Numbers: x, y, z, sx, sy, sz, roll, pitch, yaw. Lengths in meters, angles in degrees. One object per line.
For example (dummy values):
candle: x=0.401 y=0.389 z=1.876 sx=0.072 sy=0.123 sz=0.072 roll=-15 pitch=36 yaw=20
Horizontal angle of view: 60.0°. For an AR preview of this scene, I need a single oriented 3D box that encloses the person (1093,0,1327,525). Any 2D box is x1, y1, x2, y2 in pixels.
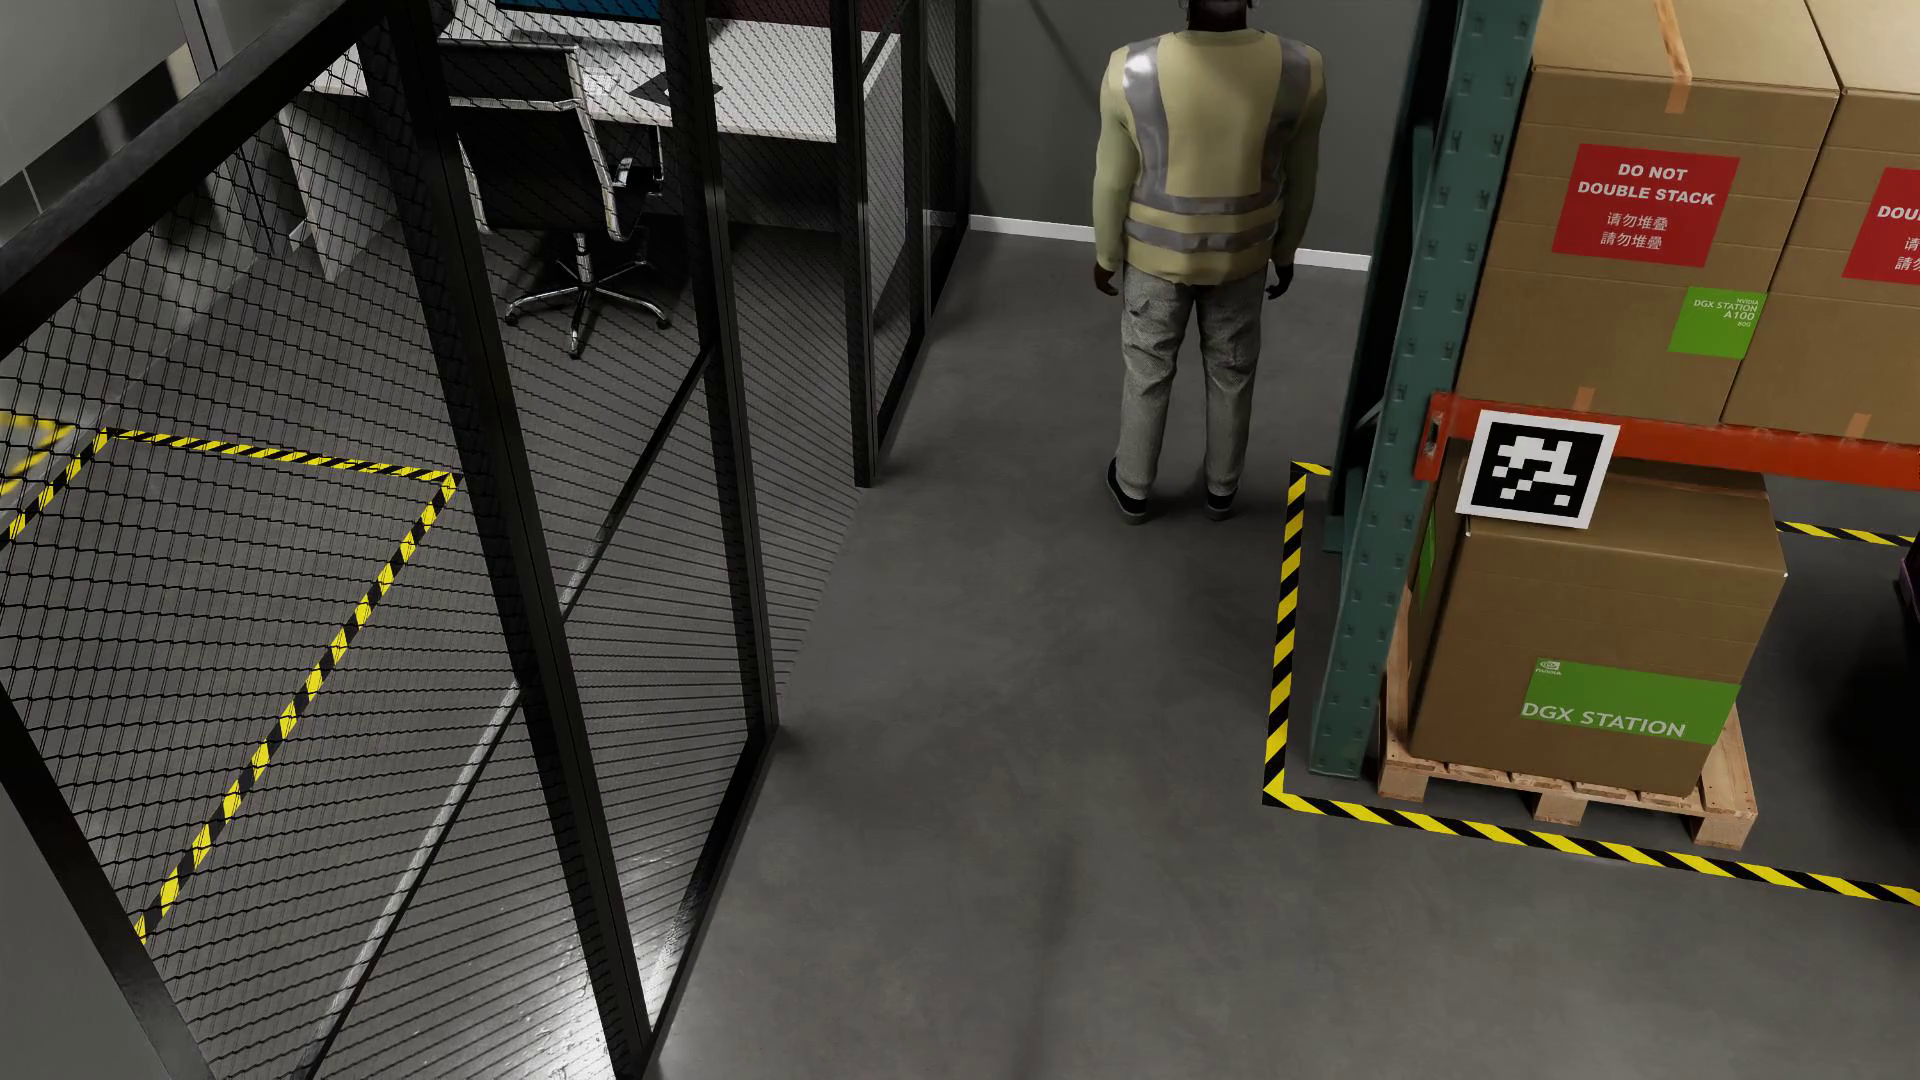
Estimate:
person: x=0.643 y=-0.818 z=4.517 sx=0.586 sy=1.836 sz=0.404 roll=-1 pitch=41 yaw=-1
